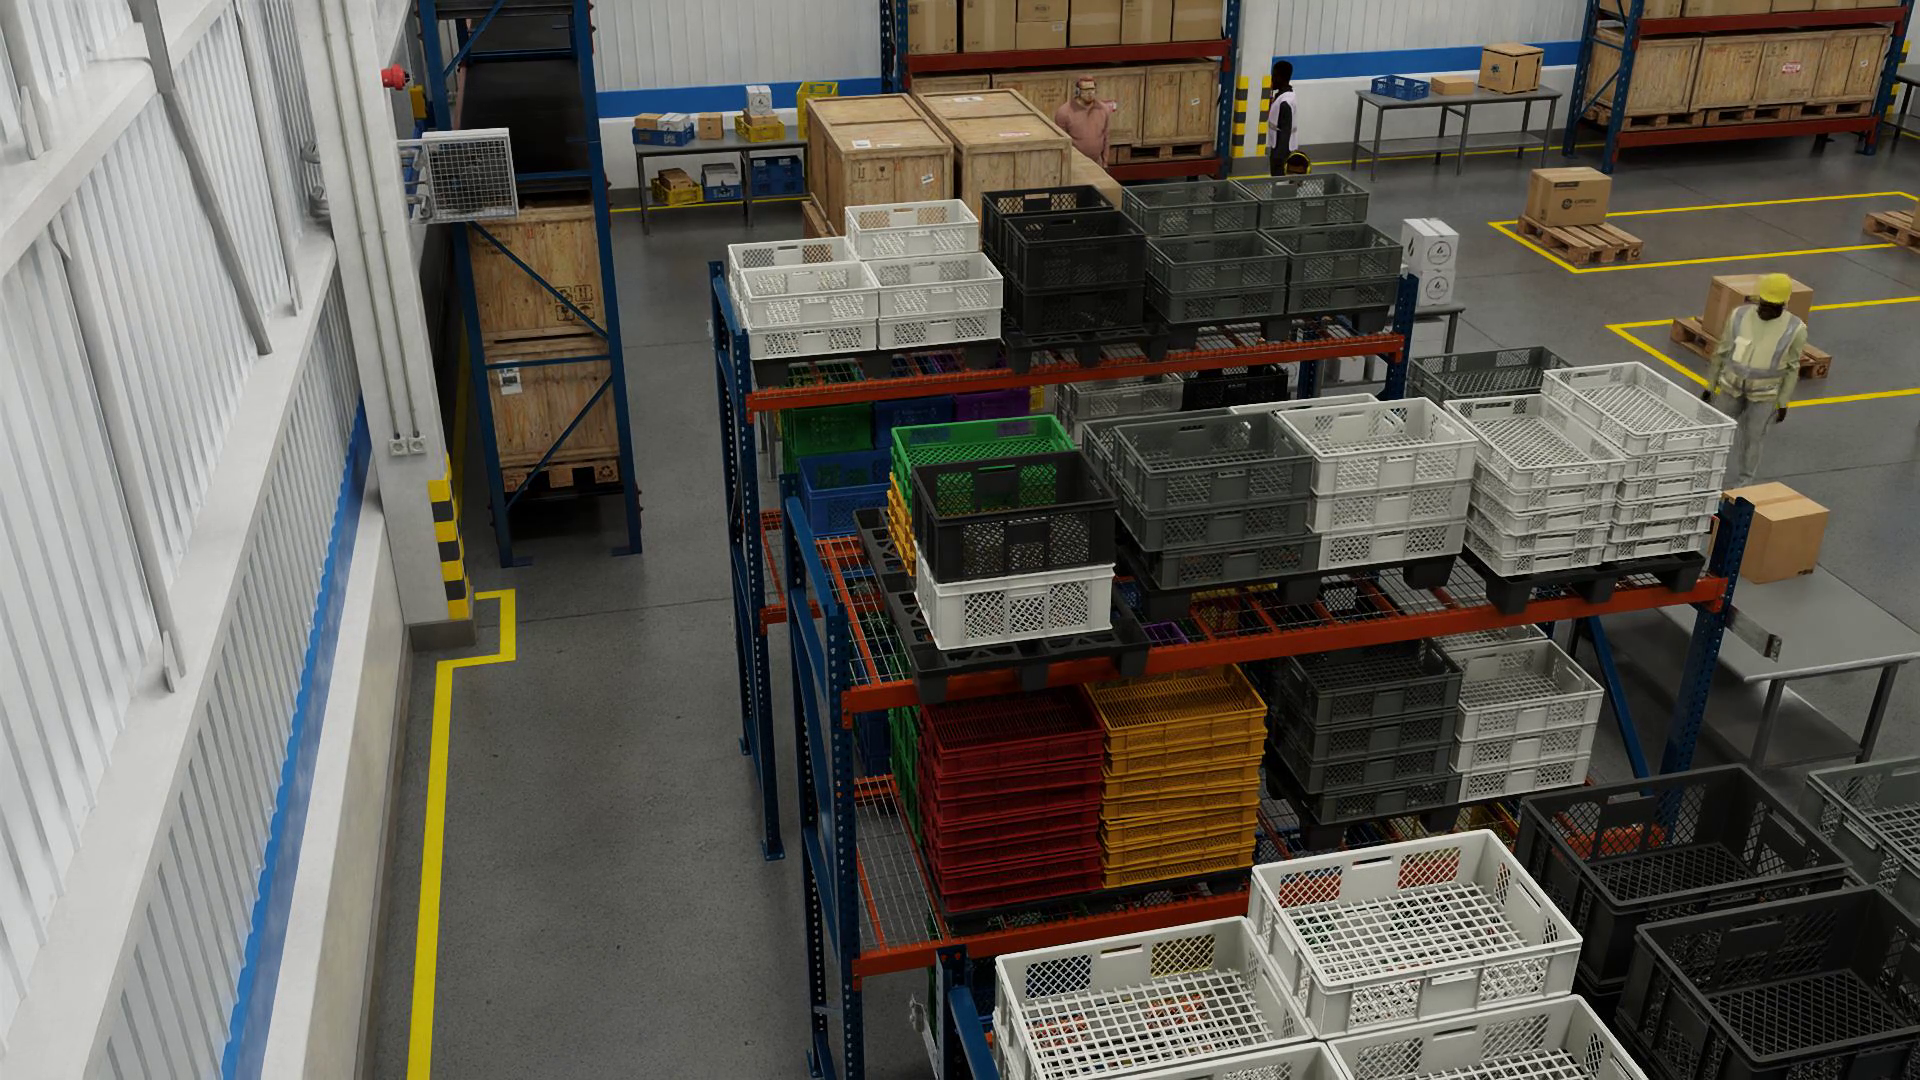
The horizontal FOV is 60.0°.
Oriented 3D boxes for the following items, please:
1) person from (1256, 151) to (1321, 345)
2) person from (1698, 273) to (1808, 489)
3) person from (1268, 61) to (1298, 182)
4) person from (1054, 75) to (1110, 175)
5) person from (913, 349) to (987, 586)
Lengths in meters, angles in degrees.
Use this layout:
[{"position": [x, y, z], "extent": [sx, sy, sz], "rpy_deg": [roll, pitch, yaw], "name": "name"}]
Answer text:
[{"position": [3.041, -2.679, 15.404], "extent": [0.517, 1.865, 0.327], "rpy_deg": [4, 28, 8], "name": "person"}, {"position": [5.941, -1.143, 12.542], "extent": [0.625, 1.821, 0.404], "rpy_deg": [21, 35, 35], "name": "person"}, {"position": [3.576, -4.371, 18.556], "extent": [0.375, 1.916, 0.598], "rpy_deg": [4, 28, 7], "name": "person"}, {"position": [1.327, -4.047, 17.949], "extent": [0.642, 1.913, 0.409], "rpy_deg": [-10, 30, -19], "name": "person"}, {"position": [0.032, -0.435, 11.174], "extent": [0.971, 1.840, 0.595], "rpy_deg": [0, 28, 1], "name": "person"}]
